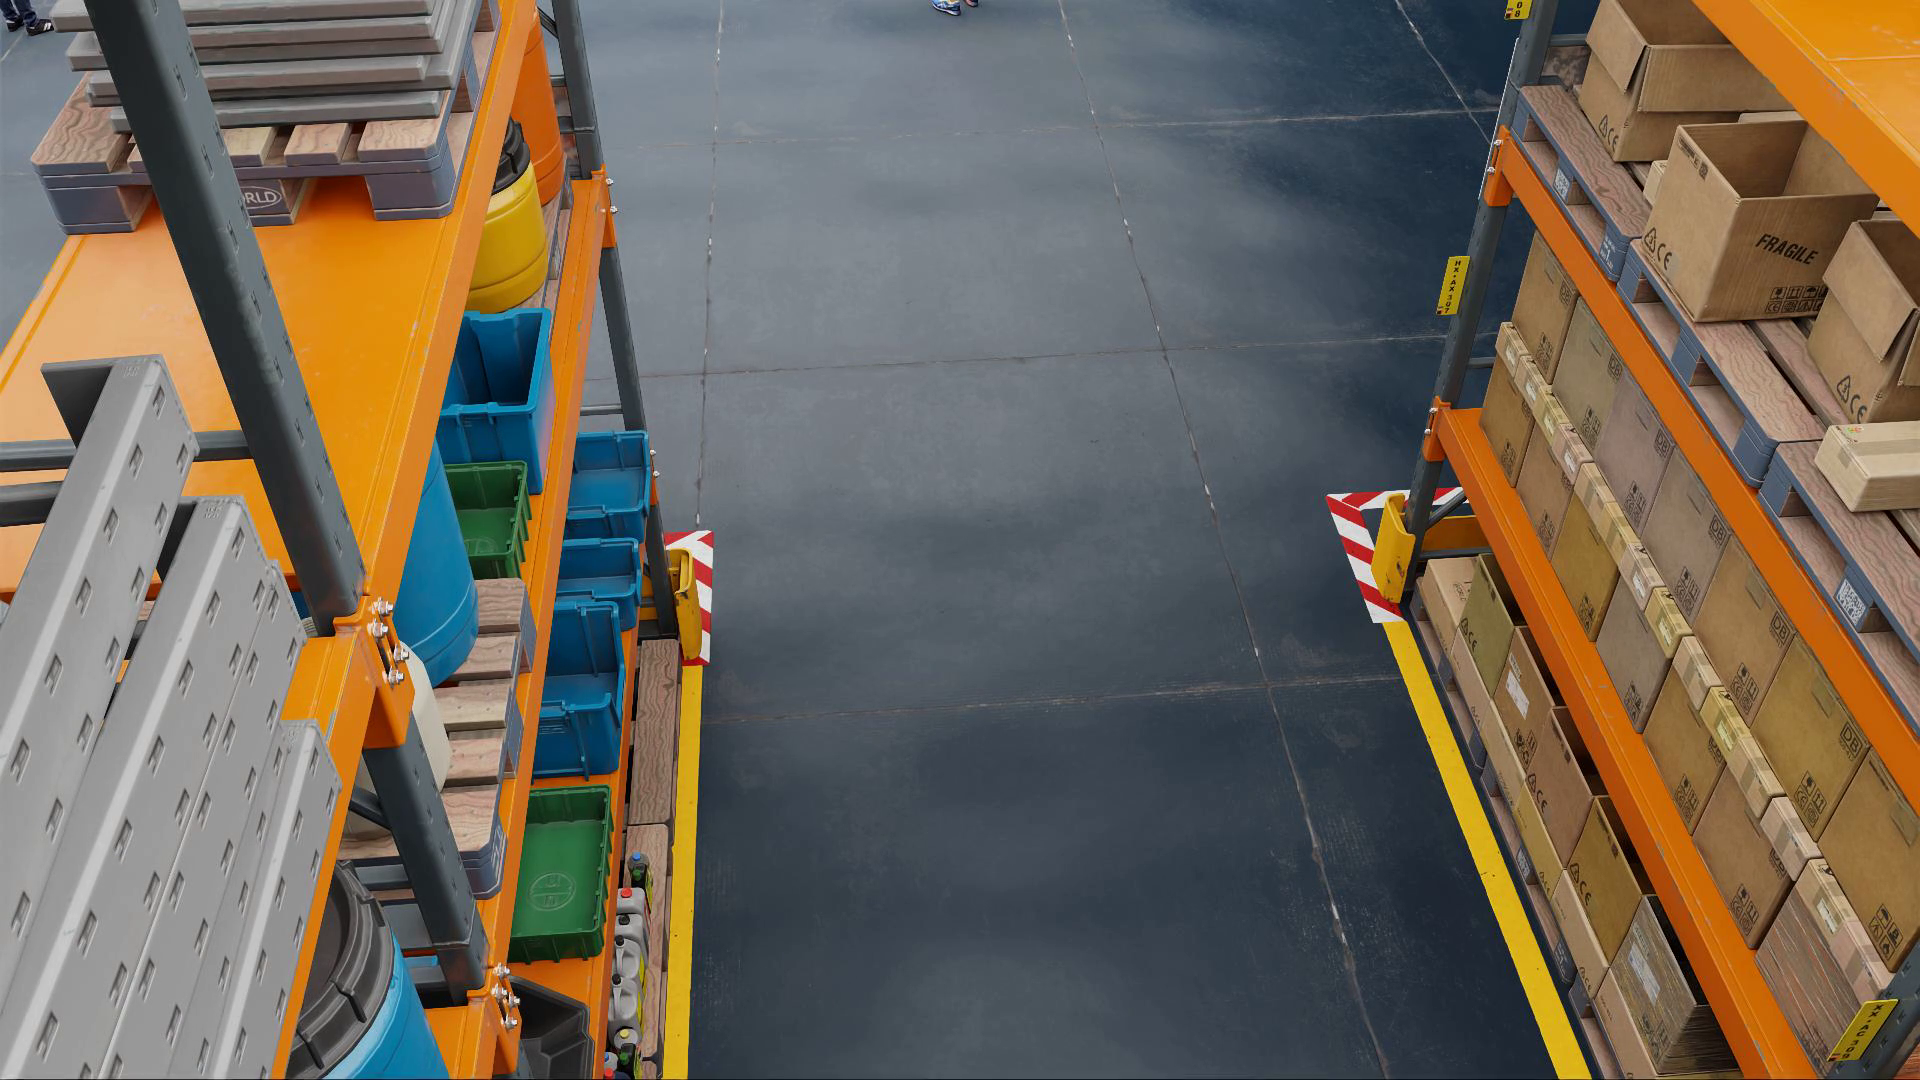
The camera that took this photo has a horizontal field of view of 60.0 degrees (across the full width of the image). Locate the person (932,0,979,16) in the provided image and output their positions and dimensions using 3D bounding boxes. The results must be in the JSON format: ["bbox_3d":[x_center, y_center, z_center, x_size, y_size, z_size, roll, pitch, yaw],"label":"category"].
[{"bbox_3d":[-0.005,-5.417,14.099,0.706,1.870,0.746,-32,51,-30],"label":"person"}]
